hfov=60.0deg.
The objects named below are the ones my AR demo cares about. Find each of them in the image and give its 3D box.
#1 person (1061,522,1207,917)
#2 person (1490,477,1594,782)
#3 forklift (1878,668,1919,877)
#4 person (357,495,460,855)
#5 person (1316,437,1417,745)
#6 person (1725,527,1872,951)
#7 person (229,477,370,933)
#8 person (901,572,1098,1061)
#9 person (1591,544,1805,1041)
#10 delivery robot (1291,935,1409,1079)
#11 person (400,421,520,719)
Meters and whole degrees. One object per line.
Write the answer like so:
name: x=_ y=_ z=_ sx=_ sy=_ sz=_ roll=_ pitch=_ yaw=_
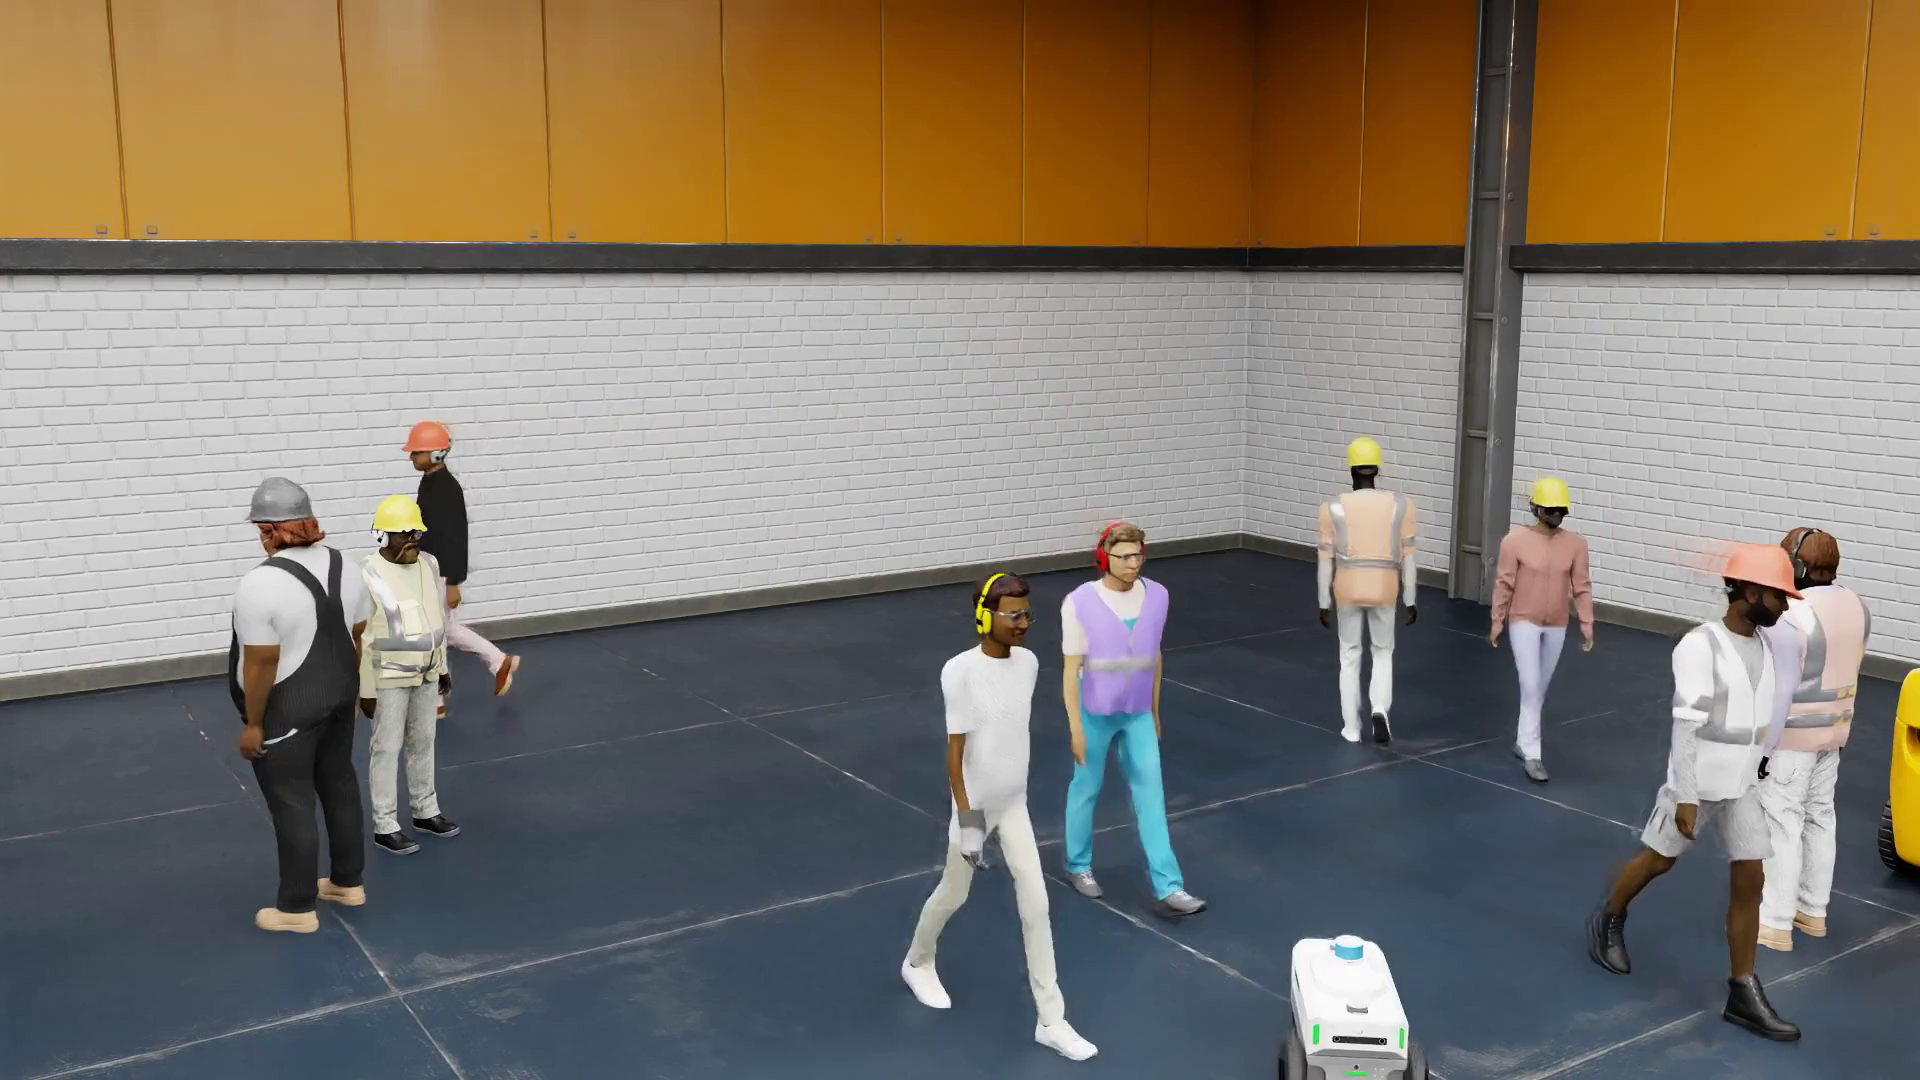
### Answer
person: x=0.756 y=0.825 z=7.548 sx=0.593 sy=1.801 sz=0.934 roll=-4 pitch=10 yaw=-25
person: x=3.396 y=0.512 z=9.590 sx=0.553 sy=1.736 sz=0.740 roll=-1 pitch=10 yaw=-7
forklift: x=5.511 y=0.571 z=7.906 sx=2.313 sy=2.155 sz=1.214 roll=-6 pitch=11 yaw=-33
person: x=-2.818 y=0.671 z=8.430 sx=0.403 sy=1.824 sz=0.594 roll=4 pitch=10 yaw=25
person: x=2.487 y=0.334 z=10.172 sx=0.624 sy=1.911 sz=0.550 roll=1 pitch=10 yaw=8
person: x=3.632 y=0.857 z=7.244 sx=0.636 sy=1.842 sz=0.429 roll=-6 pitch=11 yaw=-31
person: x=-3.002 y=0.720 z=7.471 sx=0.536 sy=2.000 sz=0.688 roll=4 pitch=10 yaw=22
person: x=0.099 y=1.012 z=6.400 sx=0.518 sy=1.828 sz=0.984 roll=-7 pitch=12 yaw=-37
person: x=2.962 y=0.935 z=6.656 sx=0.631 sy=1.884 sz=0.991 roll=-4 pitch=10 yaw=-22
delivery robot: x=1.388 y=1.664 z=5.968 sx=0.477 sy=0.478 sz=0.707 roll=1 pitch=10 yaw=6
person: x=-3.323 y=0.190 z=10.884 sx=0.769 sy=1.969 sz=0.626 roll=-5 pitch=11 yaw=-26
